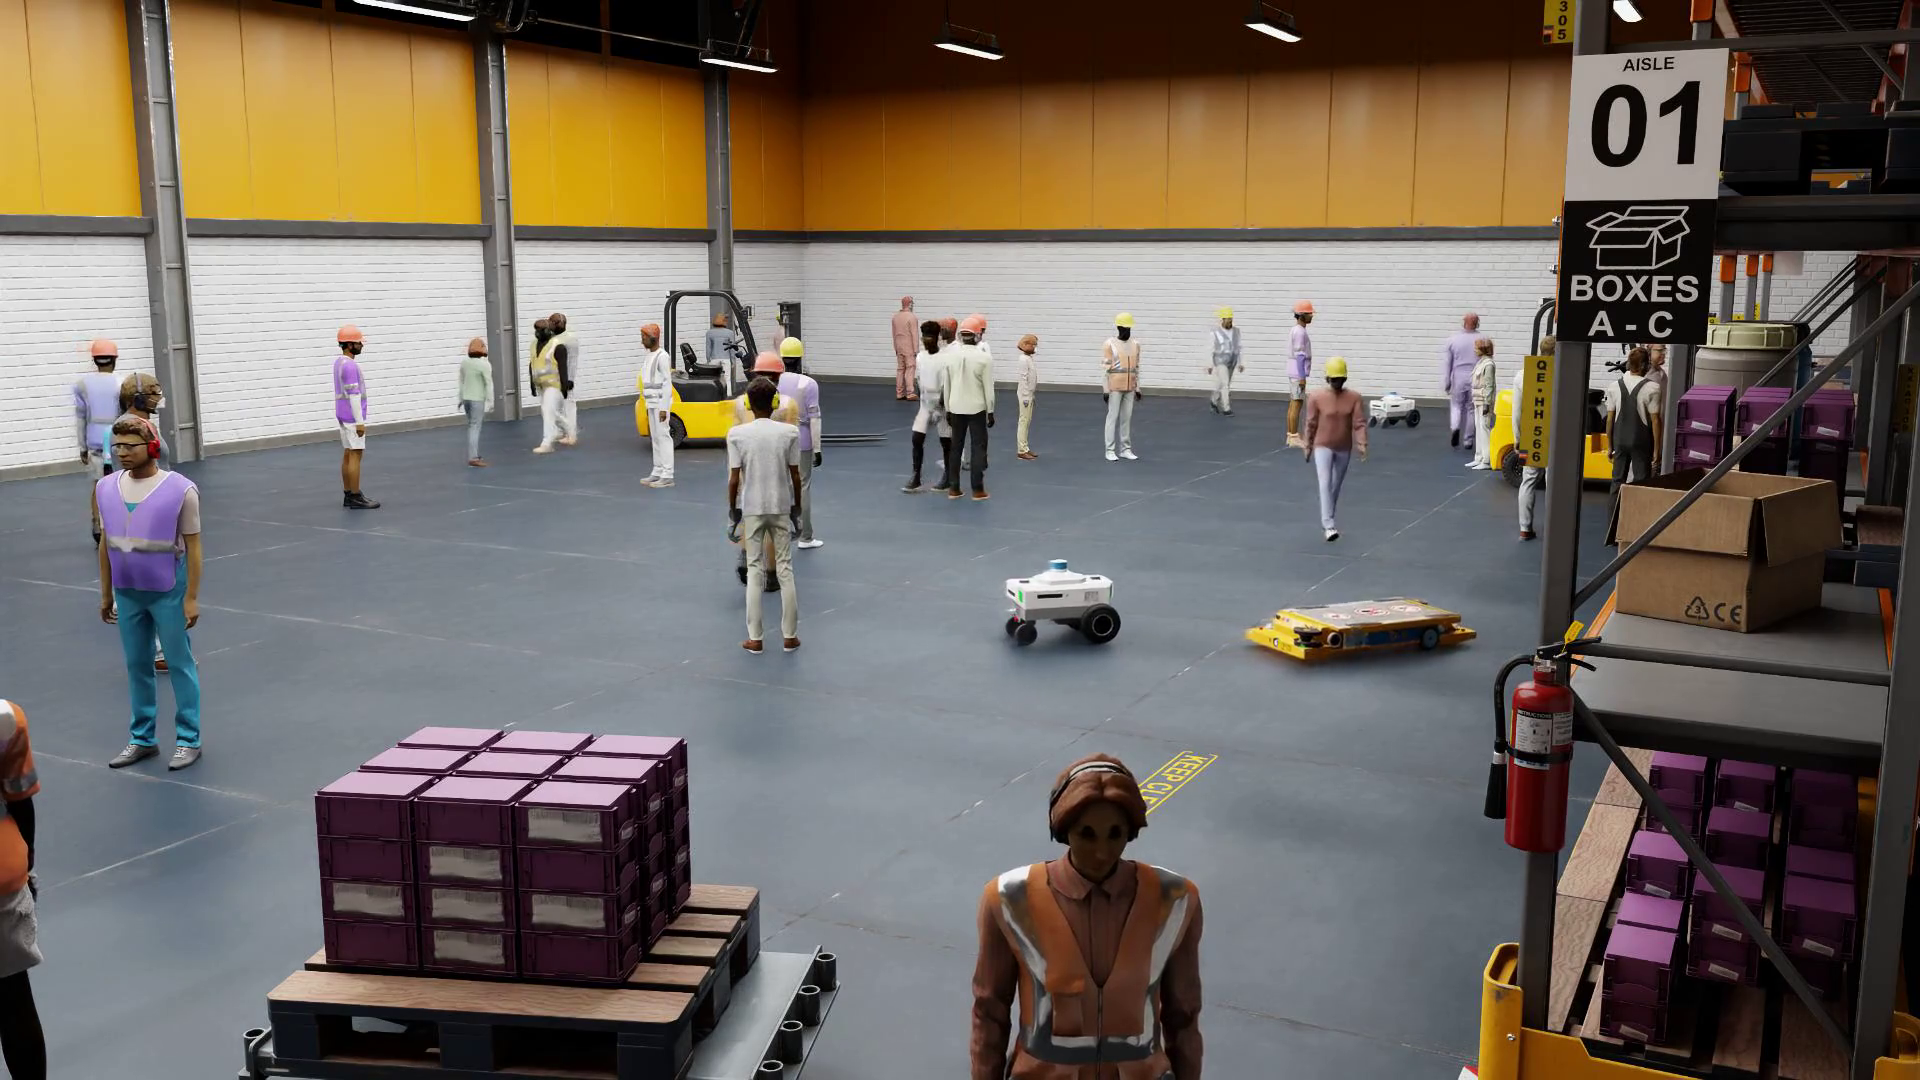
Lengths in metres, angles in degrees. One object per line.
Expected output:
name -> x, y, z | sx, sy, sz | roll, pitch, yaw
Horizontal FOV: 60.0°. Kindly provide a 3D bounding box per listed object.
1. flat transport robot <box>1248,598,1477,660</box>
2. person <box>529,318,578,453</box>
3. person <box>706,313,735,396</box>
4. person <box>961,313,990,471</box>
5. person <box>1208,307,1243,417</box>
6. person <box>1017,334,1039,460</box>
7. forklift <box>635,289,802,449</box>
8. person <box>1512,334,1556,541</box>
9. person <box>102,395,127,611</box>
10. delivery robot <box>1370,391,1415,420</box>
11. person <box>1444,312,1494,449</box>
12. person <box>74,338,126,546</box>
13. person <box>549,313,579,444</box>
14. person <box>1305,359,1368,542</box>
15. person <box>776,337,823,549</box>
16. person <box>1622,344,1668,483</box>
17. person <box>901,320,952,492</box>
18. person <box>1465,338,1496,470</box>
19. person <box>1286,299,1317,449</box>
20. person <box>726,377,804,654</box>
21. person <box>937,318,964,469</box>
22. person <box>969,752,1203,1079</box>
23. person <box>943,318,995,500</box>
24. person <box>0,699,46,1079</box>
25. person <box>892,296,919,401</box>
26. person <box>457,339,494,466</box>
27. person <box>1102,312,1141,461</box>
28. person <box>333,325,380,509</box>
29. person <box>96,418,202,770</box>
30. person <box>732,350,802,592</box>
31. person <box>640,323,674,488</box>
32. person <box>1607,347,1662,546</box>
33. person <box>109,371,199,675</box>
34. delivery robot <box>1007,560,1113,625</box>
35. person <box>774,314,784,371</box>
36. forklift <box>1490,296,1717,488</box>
flat transport robot -> 2.764, 0.594, 11.409 | 1.431, 0.197, 0.652 | -4, 11, -24
person -> -5.511, -2.106, 22.571 | 0.640, 1.818, 0.784 | 7, 12, 36
person -> -4.183, -3.133, 29.042 | 0.503, 1.632, 0.274 | 0, 10, -2
person -> 0.202, -1.826, 20.591 | 0.349, 1.942, 0.545 | 2, 10, 11
person -> 4.364, -2.960, 27.591 | 0.595, 1.802, 0.890 | -5, 11, -28
person -> 0.885, -1.871, 21.742 | 0.289, 1.632, 0.498 | 2, 10, 11
forklift -> -3.358, -2.392, 23.136 | 2.313, 2.155, 1.214 | -1, 10, -5
person -> 5.439, -0.937, 15.461 | 0.627, 1.936, 0.376 | 9, 13, 42
person -> -6.265, -0.308, 12.616 | 0.328, 1.661, 0.646 | 3, 10, 15
delivery robot -> 6.676, -2.058, 25.668 | 0.707, 0.478, 0.477 | -6, 12, -32
person -> 6.935, -2.163, 22.681 | 0.650, 1.890, 0.515 | 3, 10, 19
person -> -7.820, -0.897, 15.300 | 0.554, 1.916, 0.779 | -1, 10, -8
person -> -5.657, -2.284, 23.534 | 0.625, 1.844, 0.429 | 8, 13, 40
person -> 3.522, -0.847, 15.609 | 0.529, 1.705, 0.959 | -1, 10, -6
person -> -1.517, -0.874, 15.111 | 0.592, 1.929, 0.356 | 4, 11, 22
person -> 6.599, -1.009, 15.956 | 0.639, 1.910, 0.407 | -8, 13, -40
person -> -0.346, -1.471, 18.545 | 0.595, 1.931, 0.806 | 8, 12, 37
person -> 6.493, -1.687, 20.663 | 0.311, 1.636, 0.522 | 0, 10, 3
person -> 4.706, -2.290, 22.971 | 0.371, 2.048, 0.605 | 1, 10, 5
person -> -1.312, -0.161, 11.192 | 0.520, 1.861, 0.332 | -2, 10, -11
person -> -0.098, -1.826, 20.760 | 0.352, 1.881, 0.576 | -1, 10, -7
person -> 0.273, 1.256, 3.622 | 0.511, 1.640, 0.308 | -1, 10, -6
person -> 0.112, -1.427, 18.162 | 0.617, 1.985, 0.407 | 5, 11, 27
person -> -2.925, 1.023, 4.811 | 0.320, 1.692, 0.531 | 8, 12, 38
person -> -0.941, -3.475, 30.244 | 0.407, 1.904, 0.655 | -8, 13, -39
person -> -6.135, -1.746, 21.117 | 0.552, 1.599, 0.562 | 5, 11, 28
person -> 2.109, -1.986, 21.557 | 0.593, 1.924, 0.381 | -6, 12, -32
person -> -6.374, -1.291, 17.504 | 0.355, 1.938, 0.545 | -6, 12, -33
person -> -4.218, 0.276, 8.696 | 0.566, 1.846, 0.389 | 1, 10, 8
person -> -1.539, -0.541, 13.230 | 0.556, 1.918, 0.507 | 3, 10, 19
person -> -3.482, -1.544, 19.119 | 0.359, 1.886, 0.575 | -5, 11, -28
person -> 6.137, -0.836, 15.152 | 0.346, 1.841, 0.506 | -9, 14, -44
person -> -5.198, -0.108, 10.651 | 0.369, 1.939, 0.631 | -8, 13, -39
delivery robot -> 0.691, 0.380, 11.558 | 0.707, 0.478, 0.477 | -3, 10, -14
person -> -2.825, -2.826, 26.902 | 0.332, 1.763, 0.544 | -7, 12, -33
forklift -> 7.296, -1.677, 18.993 | 2.313, 2.155, 1.214 | 5, 11, 27
